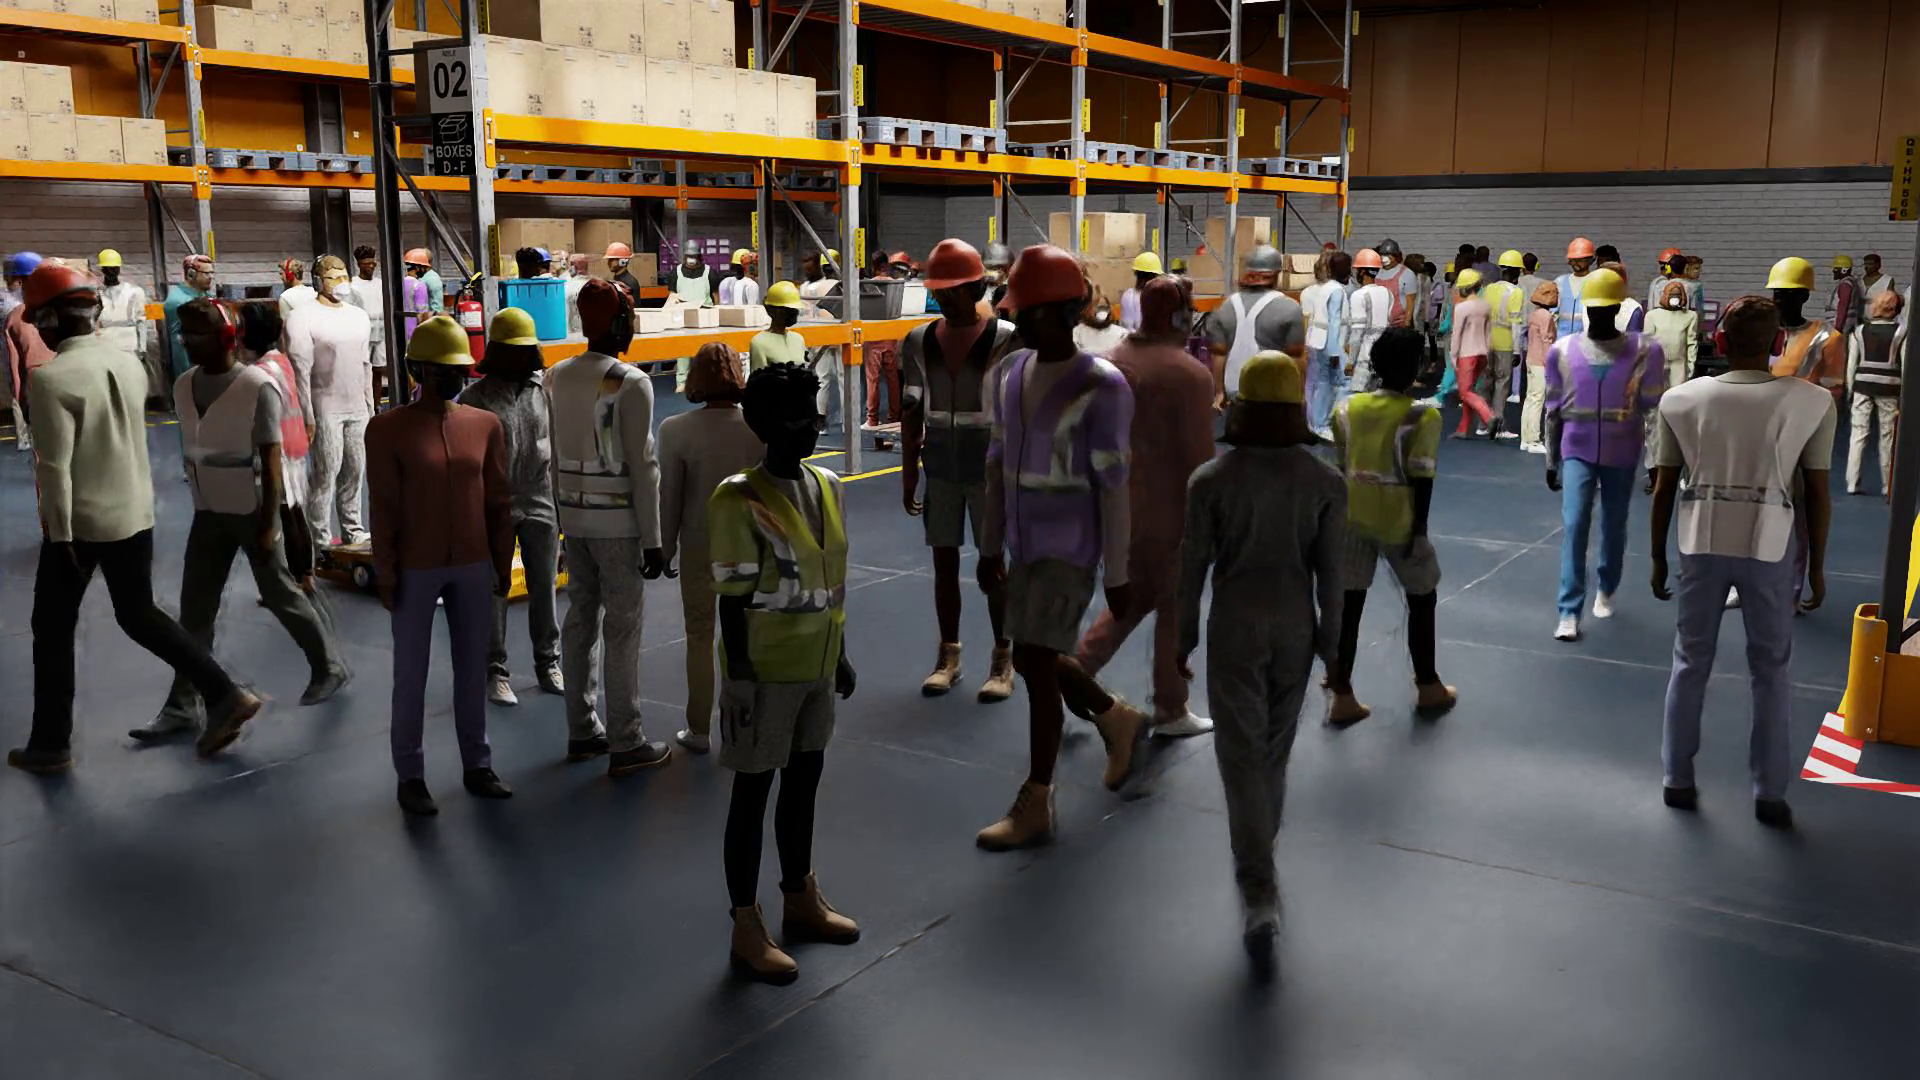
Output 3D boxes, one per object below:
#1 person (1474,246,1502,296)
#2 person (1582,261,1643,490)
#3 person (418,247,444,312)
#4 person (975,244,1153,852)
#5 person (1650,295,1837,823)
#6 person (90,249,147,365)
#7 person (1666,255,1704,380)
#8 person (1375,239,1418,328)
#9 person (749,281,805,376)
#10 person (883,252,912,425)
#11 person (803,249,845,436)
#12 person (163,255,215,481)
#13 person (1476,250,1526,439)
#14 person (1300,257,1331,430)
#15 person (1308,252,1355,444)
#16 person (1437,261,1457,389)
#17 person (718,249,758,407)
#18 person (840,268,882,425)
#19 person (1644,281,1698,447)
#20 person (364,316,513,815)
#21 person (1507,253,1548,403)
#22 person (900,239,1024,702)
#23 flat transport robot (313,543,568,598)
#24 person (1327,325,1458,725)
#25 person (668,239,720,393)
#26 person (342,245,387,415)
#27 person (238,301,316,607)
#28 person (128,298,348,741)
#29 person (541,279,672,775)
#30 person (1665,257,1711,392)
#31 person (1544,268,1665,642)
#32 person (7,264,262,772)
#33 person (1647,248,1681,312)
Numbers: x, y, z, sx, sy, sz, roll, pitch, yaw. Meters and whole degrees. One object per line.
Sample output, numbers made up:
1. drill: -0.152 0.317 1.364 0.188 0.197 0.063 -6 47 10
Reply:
1. person: 8.371 -3.741 26.676 0.625 1.933 0.374 -5 11 -24
2. person: 5.276 -1.337 13.569 0.387 1.849 0.566 -6 12 -29
3. person: -6.203 -2.440 19.433 0.370 1.940 0.627 -6 12 -30
4. person: 0.371 0.007 5.674 0.820 2.013 0.604 -7 13 -35
5. person: 2.718 0.069 5.833 0.574 1.835 0.383 6 12 28
6. person: -8.578 -1.980 16.911 0.587 1.930 0.359 -4 11 -23
7. person: 9.201 -2.707 21.221 0.602 1.826 0.653 -6 12 -29
8. person: 5.459 -2.833 21.330 0.675 2.000 0.537 8 13 38
9. person: -1.148 -0.783 10.758 0.340 1.761 0.527 7 12 32
10. person: -0.693 -2.152 18.010 0.384 1.894 0.717 6 12 30
11. person: -1.332 -2.039 17.247 0.595 1.923 0.371 -2 10 -11
12. person: -6.379 -1.441 14.018 0.403 1.901 0.648 1 10 7
13. person: 5.570 -1.998 17.059 0.405 1.917 0.583 -4 11 -19
14. person: 3.677 -1.954 16.998 0.506 1.847 0.343 -7 13 -36
15. person: 3.733 -1.876 16.419 0.557 1.898 0.620 0 10 1
16. person: 6.709 -2.920 22.671 0.341 1.736 0.486 -2 10 -11
17. person: -2.536 -2.428 19.410 0.381 1.923 0.601 8 13 37
18. person: -1.123 -2.184 18.118 0.598 1.906 0.404 -5 11 -25
19. person: 6.923 -1.707 16.249 0.502 1.626 0.291 2 11 13
20. person: -1.834 0.087 5.933 0.528 1.761 0.334 -9 14 -41
21. person: 7.059 -2.641 20.752 0.530 1.864 0.313 0 10 2
22. person: 0.007 -0.298 7.334 0.613 2.028 0.409 4 11 22
23. flat transport robot: -3.035 0.145 9.733 1.431 0.197 0.652 6 12 29
24. person: 1.837 -0.065 7.028 0.542 1.666 0.763 10 14 44
25. person: -3.512 -2.951 21.980 0.687 2.000 0.535 -1 10 -6
26. person: -6.444 -2.217 18.118 0.370 1.966 0.608 7 12 34
27. person: -3.802 -0.479 9.263 0.325 1.687 0.531 -2 10 -12
28. person: -3.018 -0.114 6.963 0.581 1.801 0.980 5 11 24
29. person: -1.345 -0.045 6.337 0.576 1.880 0.351 8 13 39
30. person: 8.693 -2.457 19.853 0.569 1.824 0.581 -10 14 -43
31. person: 3.333 -0.464 8.655 0.602 1.885 0.956 5 11 24
32. person: -3.215 -0.076 6.365 0.851 1.939 0.615 2 11 13
33. person: 8.203 -2.428 19.404 0.386 1.929 0.543 2 11 13
